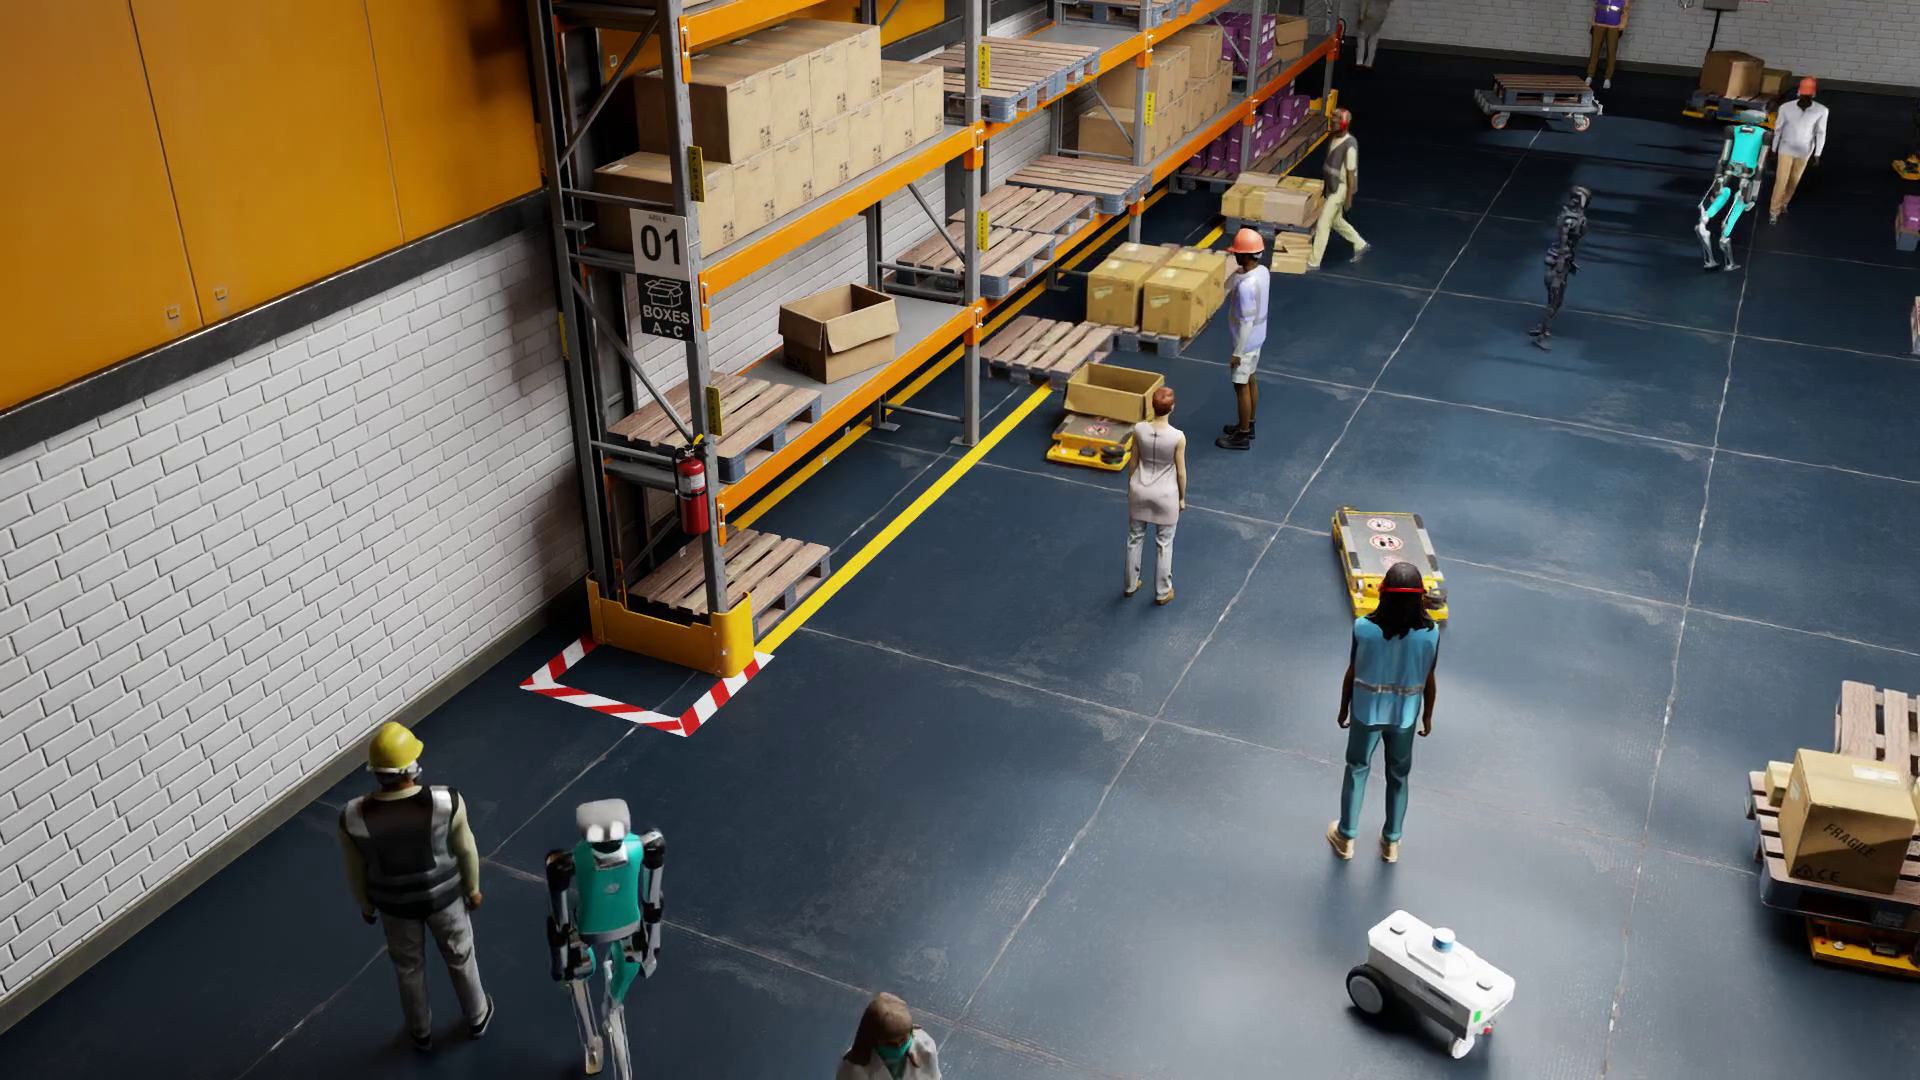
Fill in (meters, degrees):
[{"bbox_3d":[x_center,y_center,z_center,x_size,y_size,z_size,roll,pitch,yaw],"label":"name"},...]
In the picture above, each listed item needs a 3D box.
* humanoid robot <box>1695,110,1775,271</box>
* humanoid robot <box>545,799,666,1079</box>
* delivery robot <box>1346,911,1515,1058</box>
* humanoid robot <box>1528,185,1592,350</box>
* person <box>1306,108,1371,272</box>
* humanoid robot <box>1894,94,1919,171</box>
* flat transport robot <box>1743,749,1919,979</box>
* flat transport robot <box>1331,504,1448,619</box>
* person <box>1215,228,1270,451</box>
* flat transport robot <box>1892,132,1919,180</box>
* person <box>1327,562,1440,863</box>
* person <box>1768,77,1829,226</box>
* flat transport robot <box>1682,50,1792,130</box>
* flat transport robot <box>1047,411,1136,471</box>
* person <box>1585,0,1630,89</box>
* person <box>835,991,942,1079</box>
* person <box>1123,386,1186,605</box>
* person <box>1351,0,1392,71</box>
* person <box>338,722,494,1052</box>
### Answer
[{"bbox_3d":[8.346,-3.745,18.137,0.819,1.768,0.550,-22,35,-35],"label":"humanoid robot"},{"bbox_3d":[-1.674,1.859,7.762,0.574,1.782,0.878,-14,31,-24],"label":"humanoid robot"},{"bbox_3d":[2.383,2.191,8.350,0.520,0.581,0.750,-22,35,-34],"label":"delivery robot"},{"bbox_3d":[5.838,-2.682,16.219,0.395,1.642,0.591,15,32,26],"label":"humanoid robot"},{"bbox_3d":[4.172,-3.833,18.211,0.856,1.815,0.575,-4,29,-7],"label":"person"},{"bbox_3d":[12.527,-5.566,21.564,0.327,1.650,0.601,6,29,12],"label":"humanoid robot"},{"bbox_3d":[5.020,1.871,9.258,0.659,0.231,1.431,8,29,15],"label":"flat transport robot"},{"bbox_3d":[3.199,0.150,12.449,0.659,0.231,1.431,2,28,4],"label":"flat transport robot"},{"bbox_3d":[2.397,-1.701,14.129,0.374,1.932,0.550,12,30,21],"label":"person"},{"bbox_3d":[13.016,-4.825,21.676,1.431,0.231,0.659,7,29,13],"label":"flat transport robot"},{"bbox_3d":[2.373,0.977,9.243,0.518,1.859,0.373,4,29,7],"label":"person"},{"bbox_3d":[10.021,-4.702,19.927,0.566,1.711,0.871,11,30,20],"label":"person"},{"bbox_3d":[11.409,-6.245,24.307,1.431,0.231,0.659,22,35,35],"label":"flat transport robot"},{"bbox_3d":[1.302,-1.006,14.594,0.659,0.231,1.431,11,30,19],"label":"flat transport robot"},{"bbox_3d":[10.092,-8.025,25.872,0.529,1.924,0.426,18,33,29],"label":"person"},{"bbox_3d":[-0.256,2.499,6.634,0.508,1.650,0.520,-11,30,-20],"label":"person"},{"bbox_3d":[1.391,-0.316,11.857,0.432,1.650,0.285,11,30,19],"label":"person"},{"bbox_3d":[6.652,-8.456,26.804,0.572,1.804,0.474,-9,30,-16],"label":"person"},{"bbox_3d":[-2.598,1.675,7.979,0.589,1.829,0.404,-7,29,-13],"label":"person"}]
